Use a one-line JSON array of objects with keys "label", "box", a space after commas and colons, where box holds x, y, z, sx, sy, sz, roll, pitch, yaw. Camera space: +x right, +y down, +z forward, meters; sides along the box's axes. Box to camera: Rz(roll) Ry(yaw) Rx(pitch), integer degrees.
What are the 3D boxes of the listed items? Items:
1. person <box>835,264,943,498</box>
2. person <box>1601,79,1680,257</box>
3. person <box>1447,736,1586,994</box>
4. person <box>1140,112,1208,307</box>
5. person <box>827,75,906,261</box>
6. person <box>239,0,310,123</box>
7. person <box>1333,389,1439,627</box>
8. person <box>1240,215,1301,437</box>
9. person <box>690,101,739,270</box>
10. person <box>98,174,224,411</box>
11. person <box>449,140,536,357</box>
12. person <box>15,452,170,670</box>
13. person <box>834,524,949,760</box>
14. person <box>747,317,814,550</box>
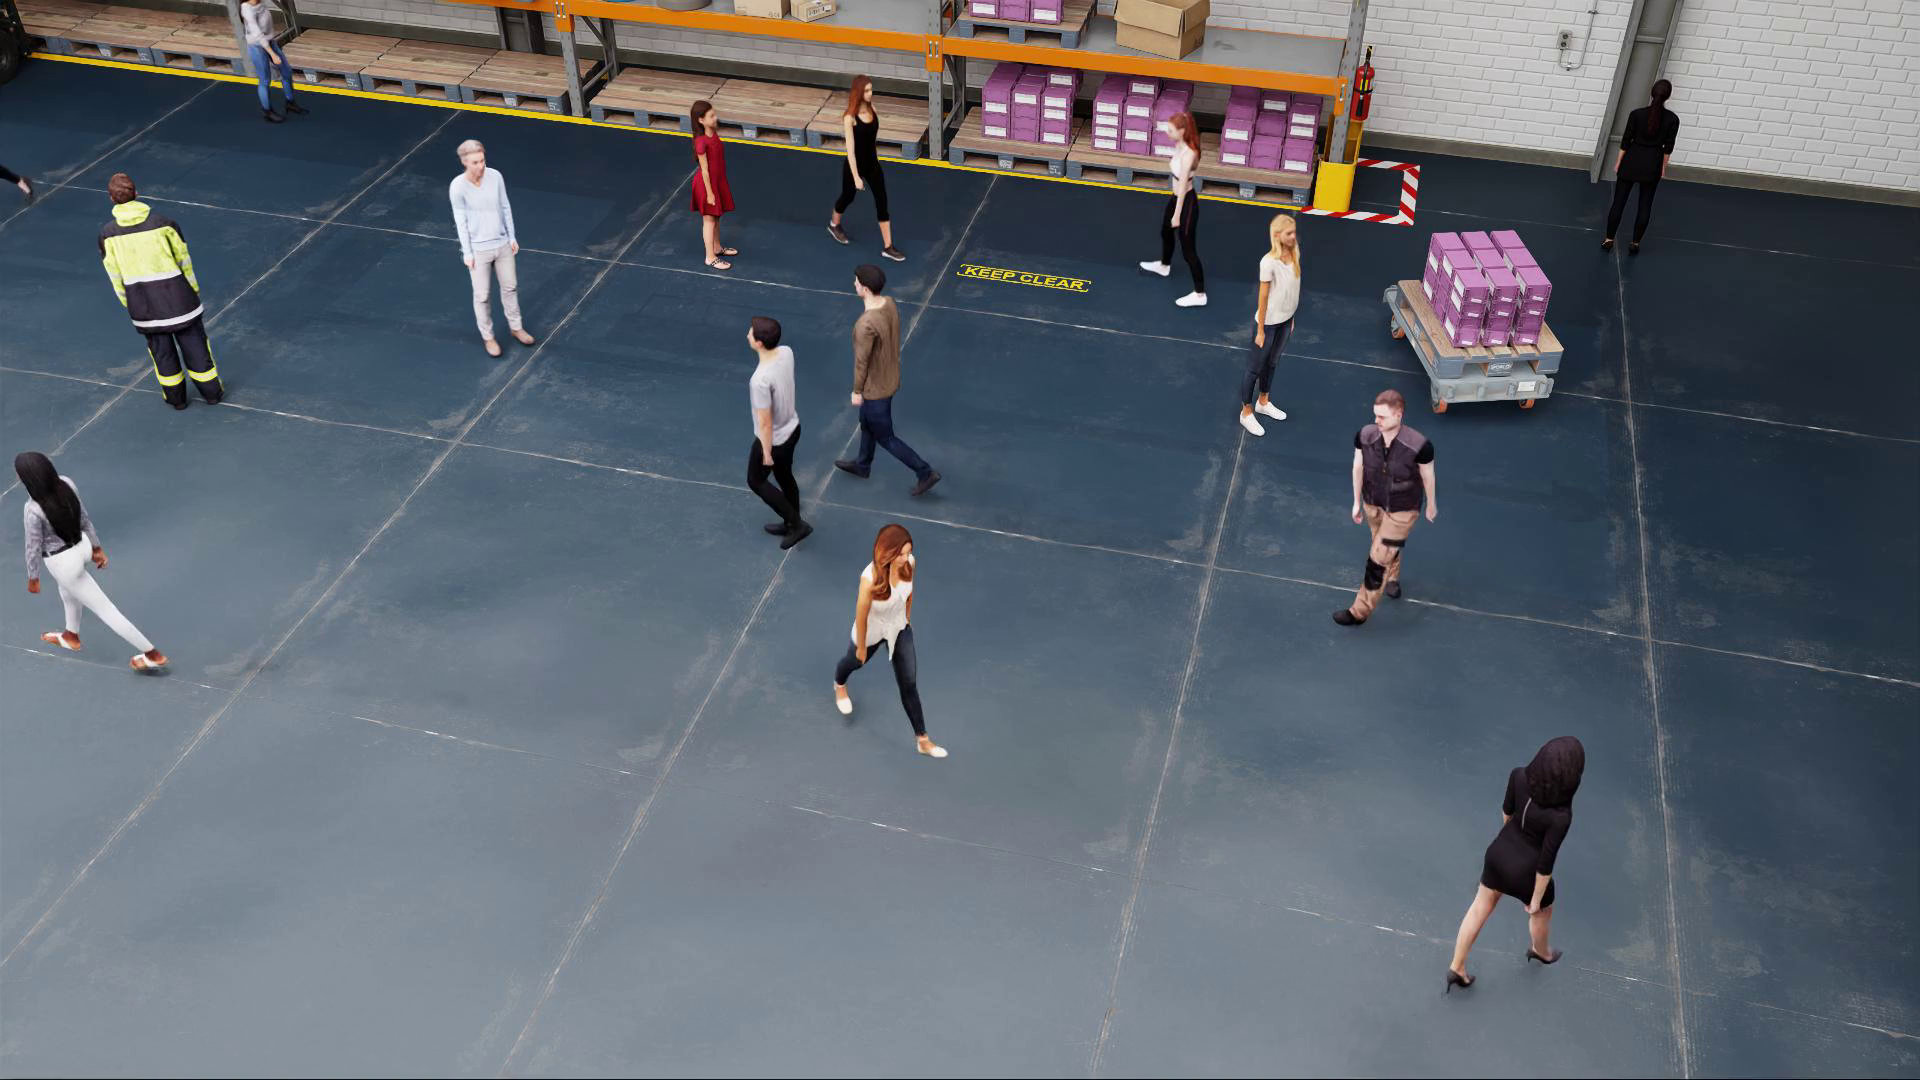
[{"label": "person", "box": [-0.520, -1.122, 12.111, 1.112, 1.863, 0.647, 9, 40, 12]}, {"label": "person", "box": [6.169, -3.369, 15.087, 0.505, 1.660, 0.678, 13, 41, 16]}, {"label": "person", "box": [2.805, 1.746, 8.592, 1.073, 1.773, 0.981, -16, 41, -19]}, {"label": "person", "box": [1.930, -2.896, 14.452, 0.900, 1.715, 0.941, -2, 39, -2]}, {"label": "person", "box": [-0.961, -3.390, 15.093, 0.991, 1.686, 1.203, -30, 47, -32]}, {"label": "person", "box": [-7.324, -5.085, 17.276, 0.742, 1.609, 0.698, 0, 39, 0]}, {"label": "person", "box": [2.936, -0.262, 11.104, 1.130, 1.777, 1.092, 24, 44, 27]}, {"label": "person", "box": [2.407, -1.683, 12.857, 0.666, 1.809, 0.665, 31, 48, 33]}, {"label": "person", "box": [-2.252, -3.217, 14.984, 0.627, 1.551, 0.565, 5, 39, 6]}, {"label": "person", "box": [-6.270, -1.927, 13.028, 0.822, 1.977, 0.925, -13, 41, -16]}, {"label": "person", "box": [-3.907, -2.428, 13.724, 0.741, 1.891, 0.761, -29, 47, -31]}, {"label": "person", "box": [-5.585, 0.188, 10.620, 1.185, 1.677, 0.672, 7, 39, 8]}, {"label": "person", "box": [-0.539, 0.531, 10.180, 1.099, 1.690, 1.279, -24, 45, -27]}, {"label": "person", "box": [-1.202, -0.719, 11.613, 0.744, 1.855, 0.729, 15, 41, 18]}]
